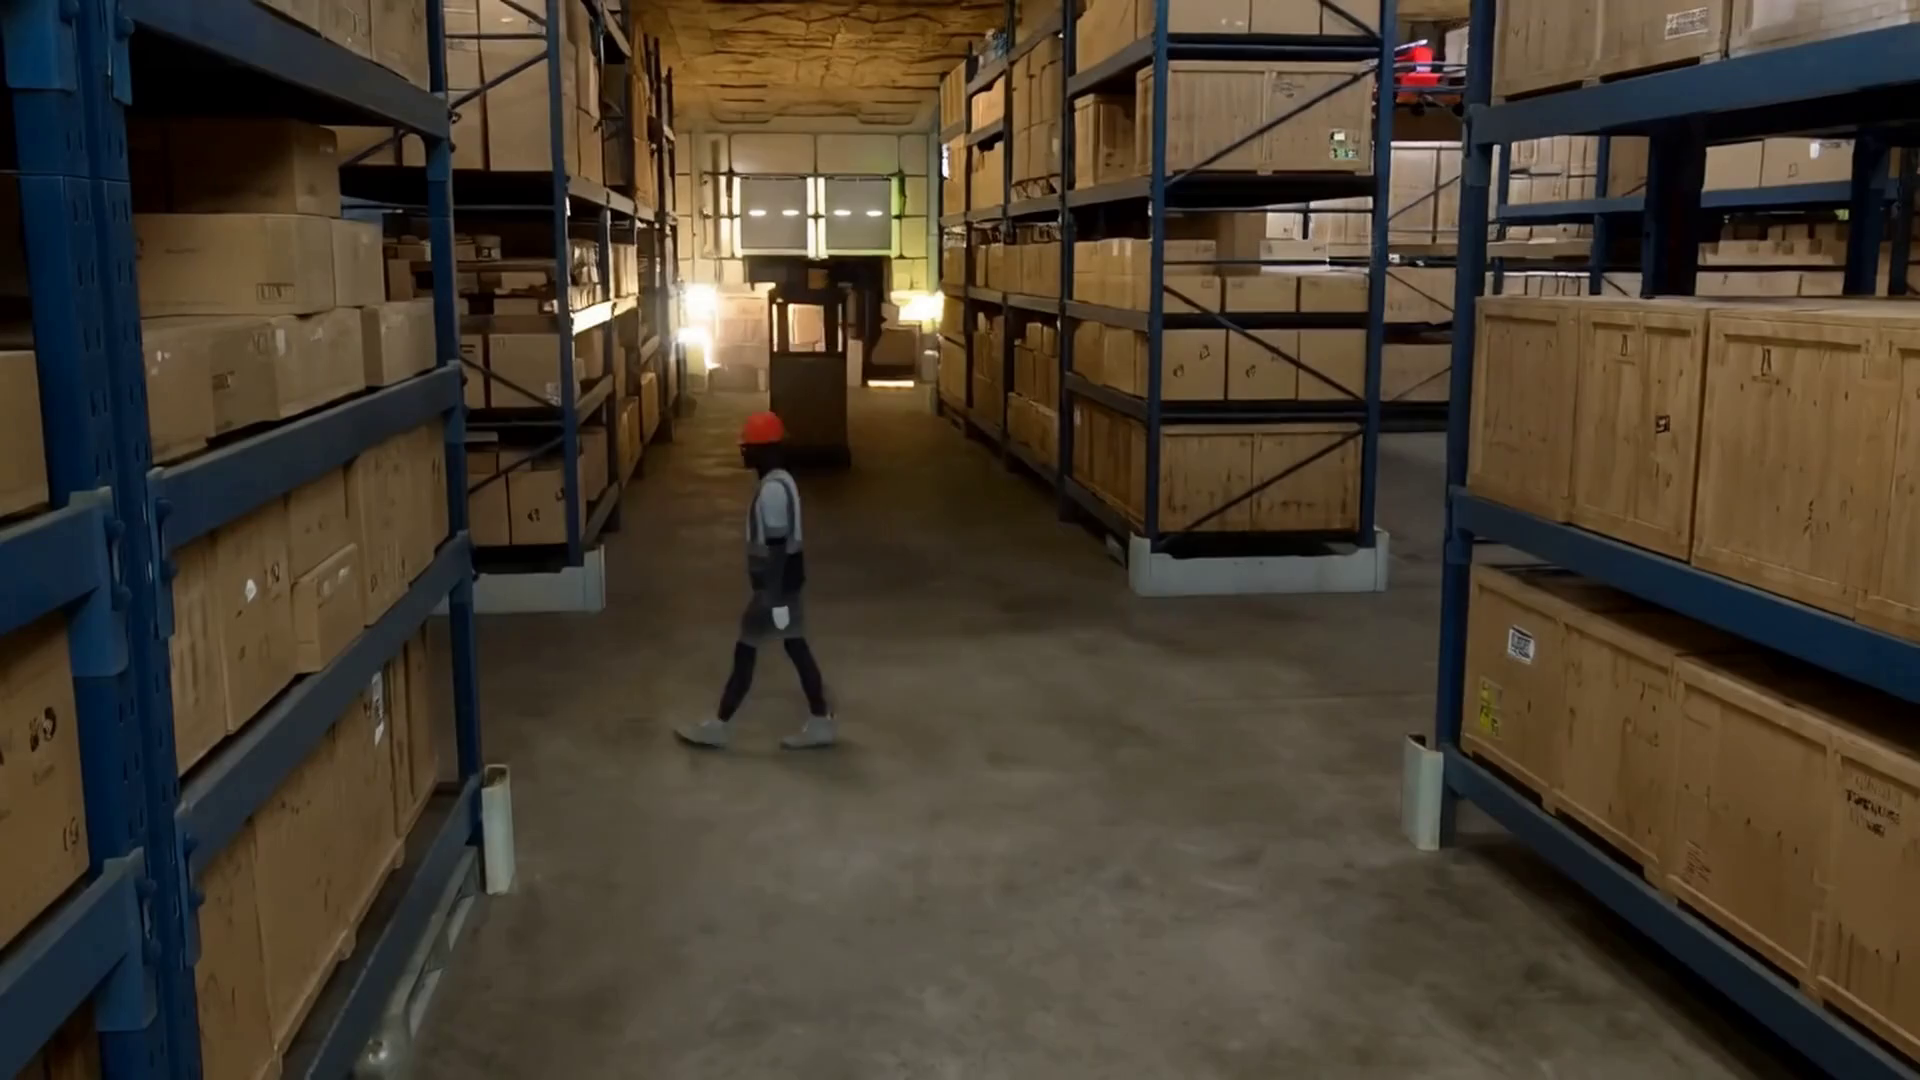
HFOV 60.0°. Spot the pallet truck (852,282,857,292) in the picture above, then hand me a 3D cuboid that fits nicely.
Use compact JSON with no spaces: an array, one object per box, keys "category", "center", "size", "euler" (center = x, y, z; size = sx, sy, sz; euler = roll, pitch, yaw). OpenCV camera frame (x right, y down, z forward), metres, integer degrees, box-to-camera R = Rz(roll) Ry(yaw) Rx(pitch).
[{"category":"pallet truck","center":[-3.782,-9.391,65.808],"size":[1.885,1.965,0.823],"euler":[2,10,10]}]

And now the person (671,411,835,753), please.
[{"category":"person","center":[-1.200,0.255,9.648],"size":[1.018,1.992,0.629],"euler":[0,10,2]}]

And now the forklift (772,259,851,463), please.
[{"category":"forklift","center":[-2.167,-2.571,23.534],"size":[1.129,2.768,1.873],"euler":[-1,10,-7]}]

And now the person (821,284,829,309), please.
[{"category":"person","center":[-4.294,-7.416,54.518],"size":[0.630,1.930,0.383],"euler":[6,12,32]}]

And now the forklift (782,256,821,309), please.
[{"category":"forklift","center":[-5.849,-8.759,59.557],"size":[1.129,2.768,1.873],"euler":[-6,12,-33]}]

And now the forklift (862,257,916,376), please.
[{"category":"forklift","center":[-2.029,-5.320,39.539],"size":[1.873,2.768,1.129],"euler":[-1,10,-8]}]
